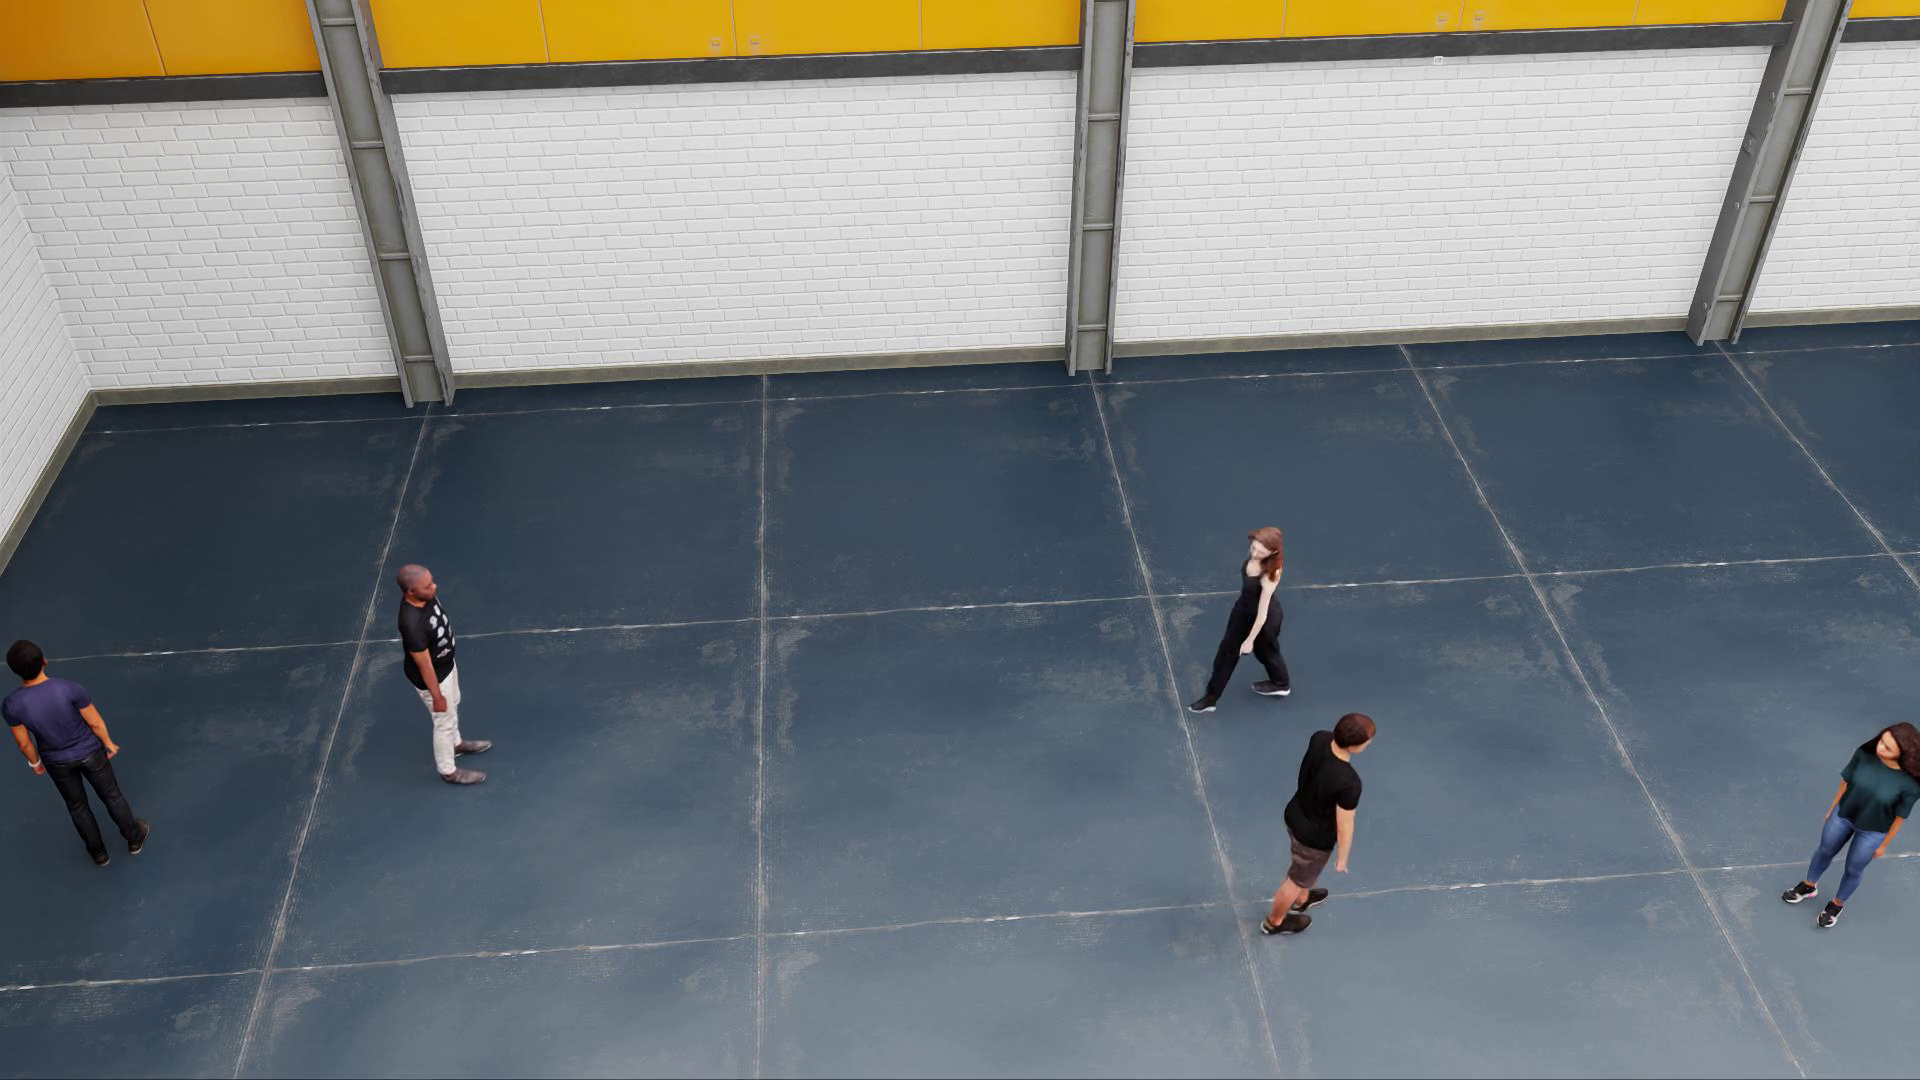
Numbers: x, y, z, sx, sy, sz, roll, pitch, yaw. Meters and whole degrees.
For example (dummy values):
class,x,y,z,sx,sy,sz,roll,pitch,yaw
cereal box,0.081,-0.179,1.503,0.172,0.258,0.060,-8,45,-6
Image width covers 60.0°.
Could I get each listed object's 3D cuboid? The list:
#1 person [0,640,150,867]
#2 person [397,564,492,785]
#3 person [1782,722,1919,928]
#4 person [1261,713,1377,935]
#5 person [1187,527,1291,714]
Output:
class,x,y,z,sx,sy,sz,roll,pitch,yaw
person,-5.524,1.329,10.337,0.600,1.794,0.772,-17,42,-20
person,-3.459,0.862,10.915,0.603,1.802,0.664,-5,39,-6
person,5.439,1.693,10.024,0.727,1.615,0.697,-22,44,-25
person,2.007,1.698,9.845,0.814,1.831,0.768,-12,40,-15
person,2.123,0.516,11.446,1.137,1.679,0.827,-7,39,-9
